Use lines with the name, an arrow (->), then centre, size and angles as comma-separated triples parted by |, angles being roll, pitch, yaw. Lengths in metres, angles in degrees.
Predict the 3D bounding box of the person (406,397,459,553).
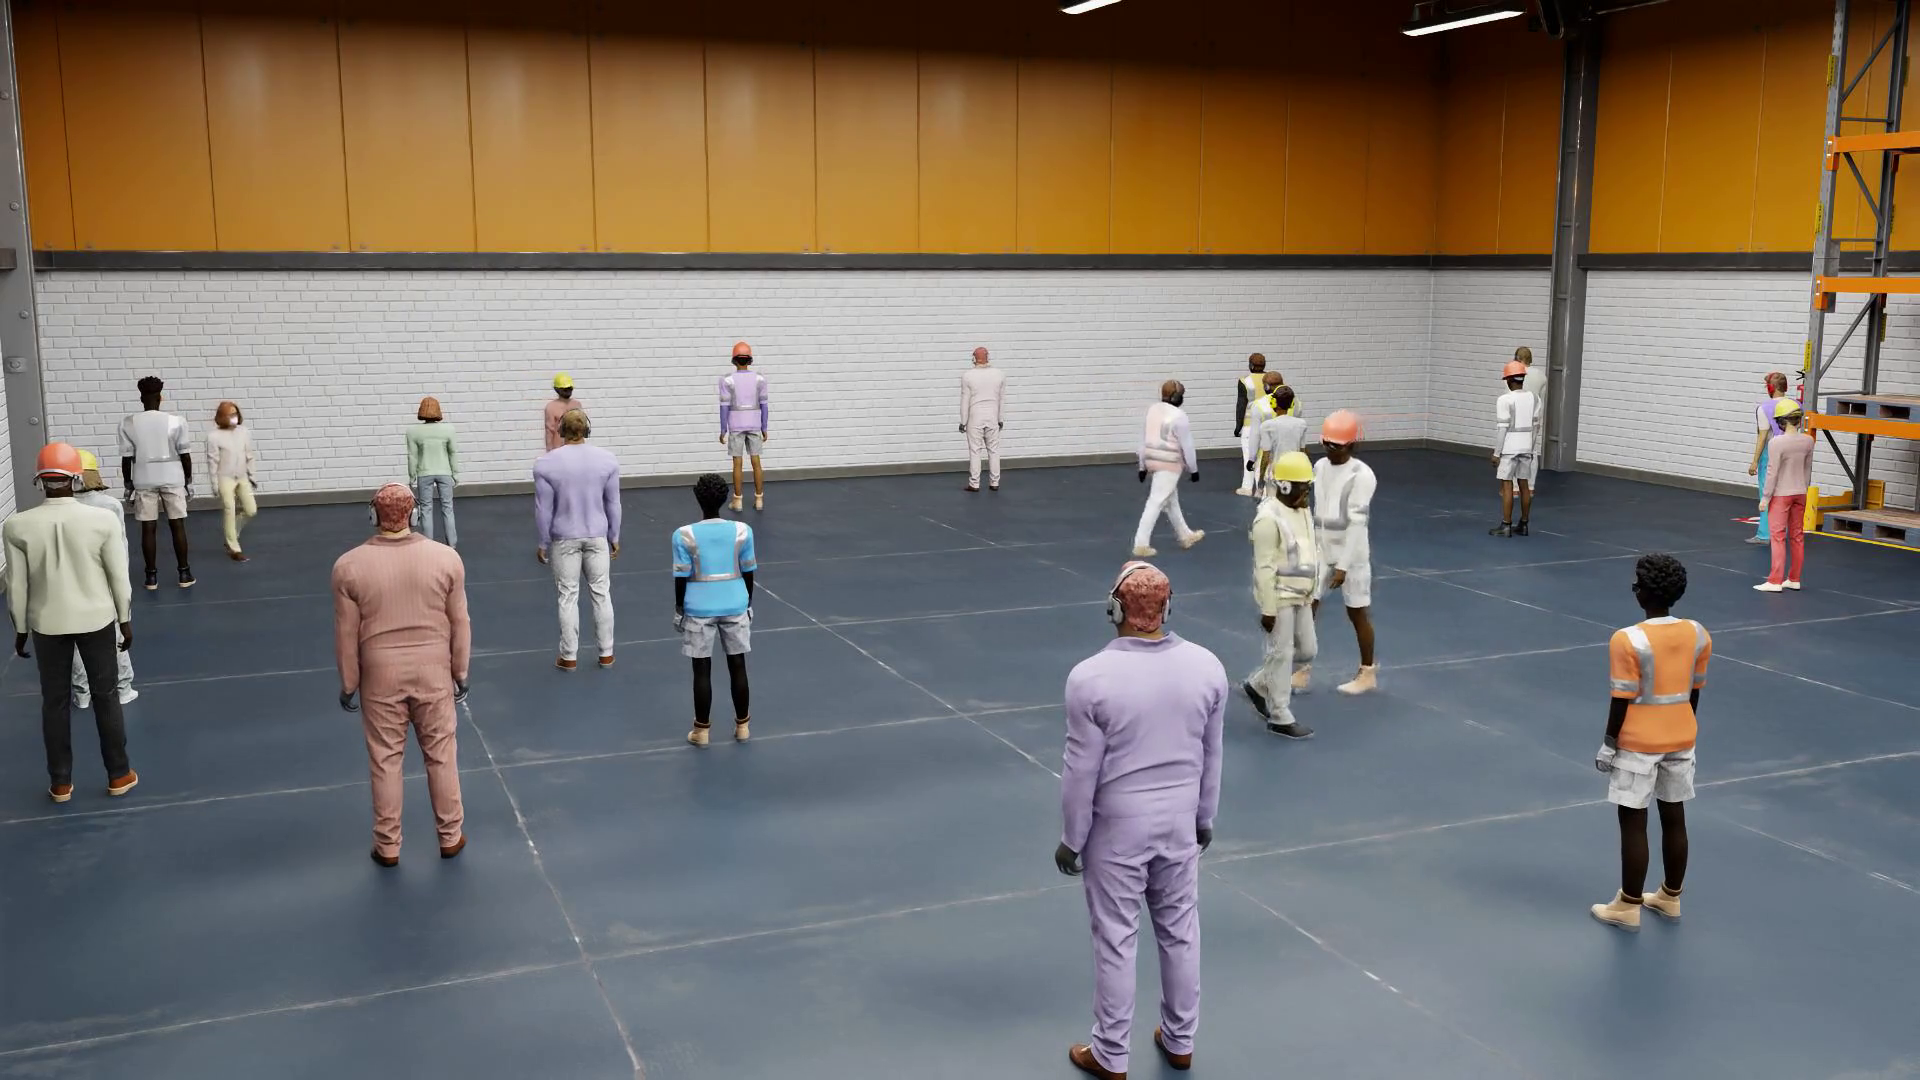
person -> -5.354, -0.635, 16.917 | 0.498, 1.634, 0.280 | -4, 10, -22

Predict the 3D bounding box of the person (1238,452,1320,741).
person -> 2.011, 0.344, 10.419 | 0.470, 1.819, 0.616 | 7, 11, 35

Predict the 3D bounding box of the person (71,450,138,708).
person -> -5.845, 0.261, 11.187 | 0.484, 1.736, 0.308 | -4, 10, -22

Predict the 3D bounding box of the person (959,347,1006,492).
person -> 0.281, -1.580, 21.845 | 0.639, 1.902, 0.407 | -4, 10, -22

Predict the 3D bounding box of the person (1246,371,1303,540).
person -> 3.359, -0.900, 17.919 | 0.621, 1.838, 0.429 | -4, 10, -22

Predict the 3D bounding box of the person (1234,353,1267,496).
person -> 3.816, -1.492, 21.488 | 0.621, 1.845, 0.429 | -4, 10, -22

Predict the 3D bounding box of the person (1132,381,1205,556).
person -> 2.153, -0.737, 17.073 | 1.014, 1.787, 0.628 | -5, 11, -27

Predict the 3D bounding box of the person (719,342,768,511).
person -> -2.619, -1.366, 20.110 | 0.605, 2.045, 0.377 | -4, 10, -22

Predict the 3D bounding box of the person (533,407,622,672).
person -> -2.784, 0.000, 12.147 | 0.627, 1.940, 0.372 | -4, 10, -22

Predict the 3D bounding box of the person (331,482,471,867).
person -> -2.750, 0.662, 8.237 | 0.639, 1.910, 0.407 | -4, 10, -22

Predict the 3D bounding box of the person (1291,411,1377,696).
person -> 2.511, 0.114, 11.310 | 0.928, 1.983, 0.620 | -5, 11, -27

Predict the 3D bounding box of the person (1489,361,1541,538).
person -> 6.041, -0.988, 18.174 | 0.543, 1.928, 0.372 | -4, 10, -22

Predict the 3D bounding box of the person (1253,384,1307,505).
person -> 2.971, -0.514, 15.469 | 0.517, 1.873, 0.328 | -4, 10, -22

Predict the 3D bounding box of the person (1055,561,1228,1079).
person -> 0.639, 1.022, 6.050 | 0.639, 1.910, 0.407 | -4, 10, -22

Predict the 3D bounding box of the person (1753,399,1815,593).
person -> 7.479, -0.396, 15.097 | 0.524, 1.760, 0.326 | -4, 10, -22

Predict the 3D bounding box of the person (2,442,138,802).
person -> -4.921, 0.454, 9.225 | 0.610, 1.996, 0.379 | -4, 10, -22

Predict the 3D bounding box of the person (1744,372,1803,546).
person -> 8.626, -0.849, 17.601 | 0.562, 1.838, 0.390 | -4, 10, -22

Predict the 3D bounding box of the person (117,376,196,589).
person -> -7.355, -0.523, 15.260 | 0.604, 1.959, 0.377 | -4, 10, -22

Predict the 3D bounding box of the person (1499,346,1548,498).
person -> 7.180, -1.501, 21.264 | 0.627, 1.934, 0.372 | -4, 10, -22

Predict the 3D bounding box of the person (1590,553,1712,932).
person -> 3.078, 0.900, 7.426 | 0.533, 1.697, 0.319 | -4, 10, -22

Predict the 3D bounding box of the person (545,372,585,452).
person -> -4.490, -1.038, 18.980 | 0.386, 1.749, 0.554 | 7, 12, 37

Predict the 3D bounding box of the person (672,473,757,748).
person -> -1.511, 0.435, 10.243 | 0.533, 1.697, 0.319 | -4, 10, -22

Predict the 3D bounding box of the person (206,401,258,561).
person -> -7.299, -0.591, 16.682 | 0.393, 1.616, 0.524 | 5, 11, 28
